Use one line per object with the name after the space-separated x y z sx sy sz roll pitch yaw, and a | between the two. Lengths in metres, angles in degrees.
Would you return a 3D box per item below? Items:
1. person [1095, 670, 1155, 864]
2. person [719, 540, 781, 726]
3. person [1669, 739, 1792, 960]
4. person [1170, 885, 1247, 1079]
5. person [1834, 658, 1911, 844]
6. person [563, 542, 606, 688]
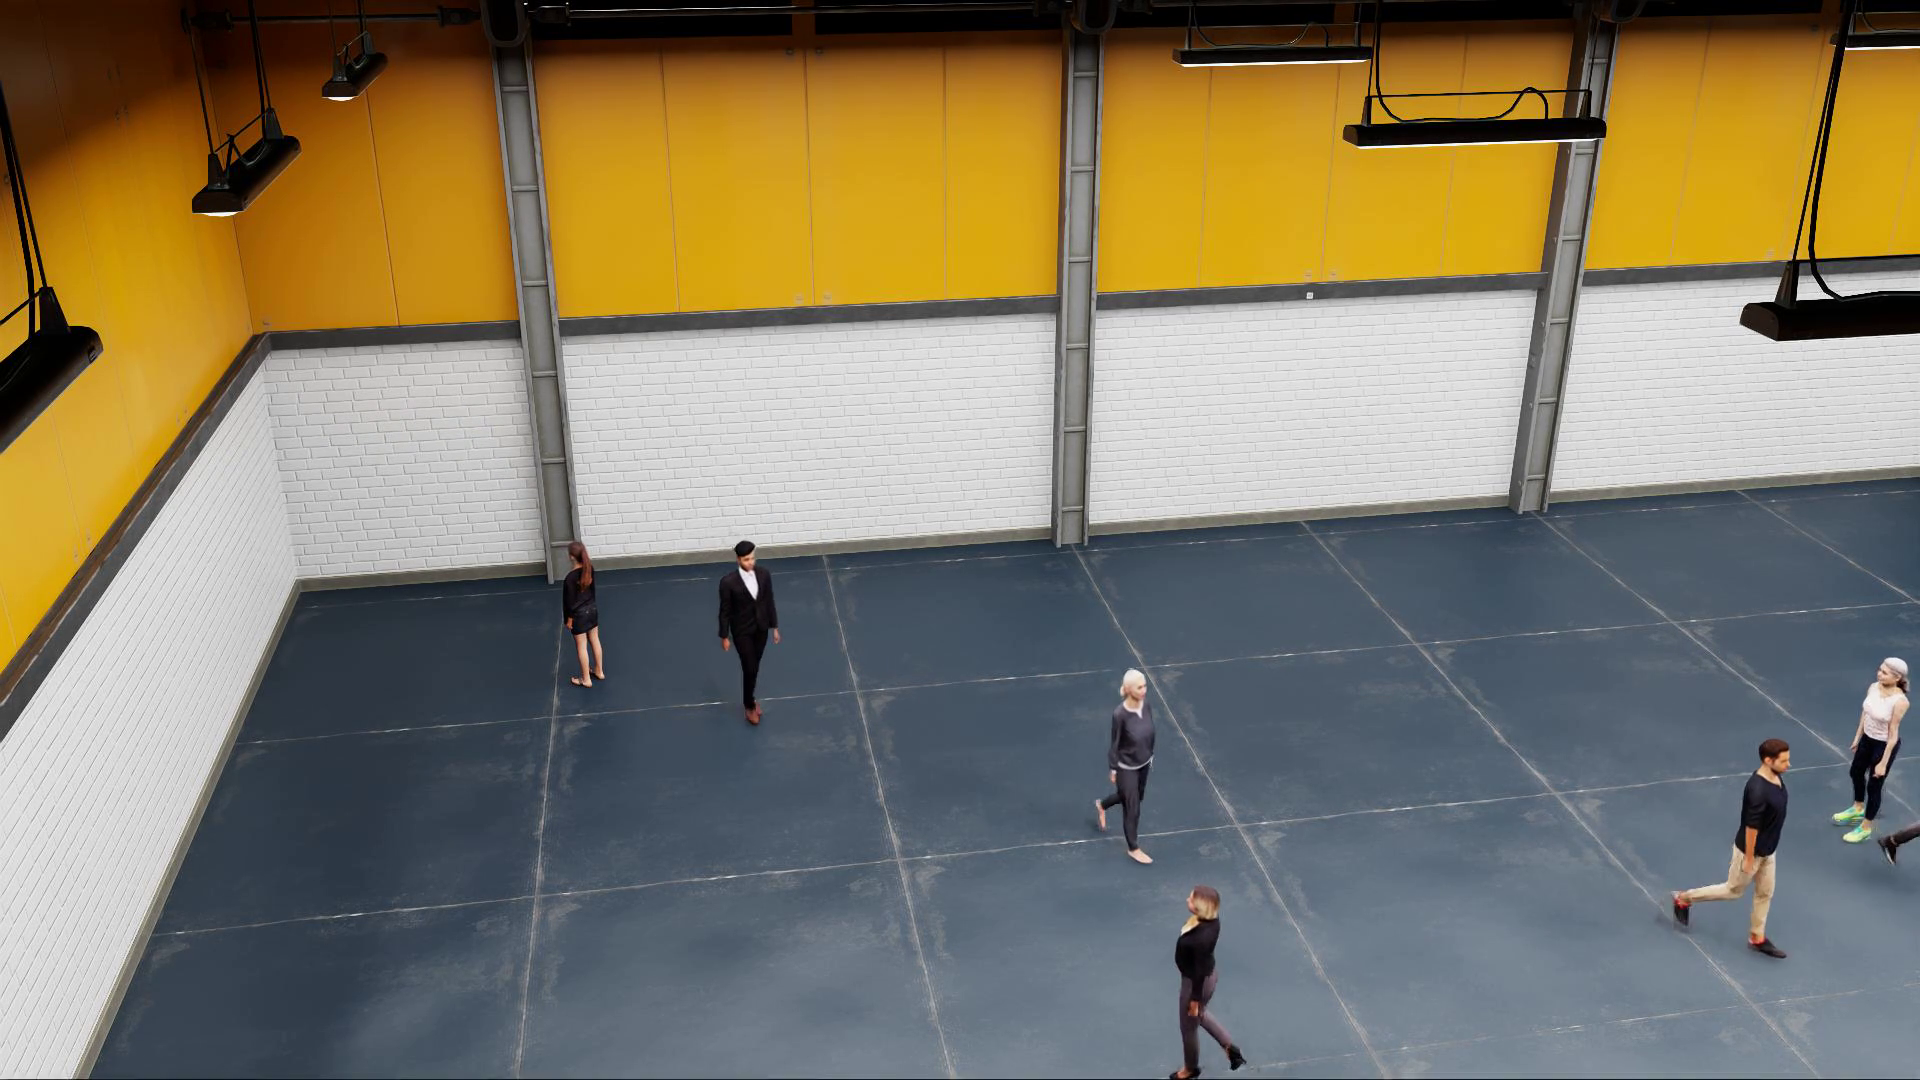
1.380 1.835 13.976 1.019 1.707 0.989 -20 31 -38 | person
-2.075 0.831 16.086 0.815 1.857 0.904 -18 29 -35 | person
5.981 2.317 12.719 1.140 1.831 1.148 20 30 38 | person
1.701 3.044 11.271 0.877 1.659 0.780 6 24 14 | person
7.825 1.759 14.155 0.624 1.703 0.694 -4 24 -9 | person
-3.784 0.724 16.705 0.705 1.556 0.645 16 28 32 | person
